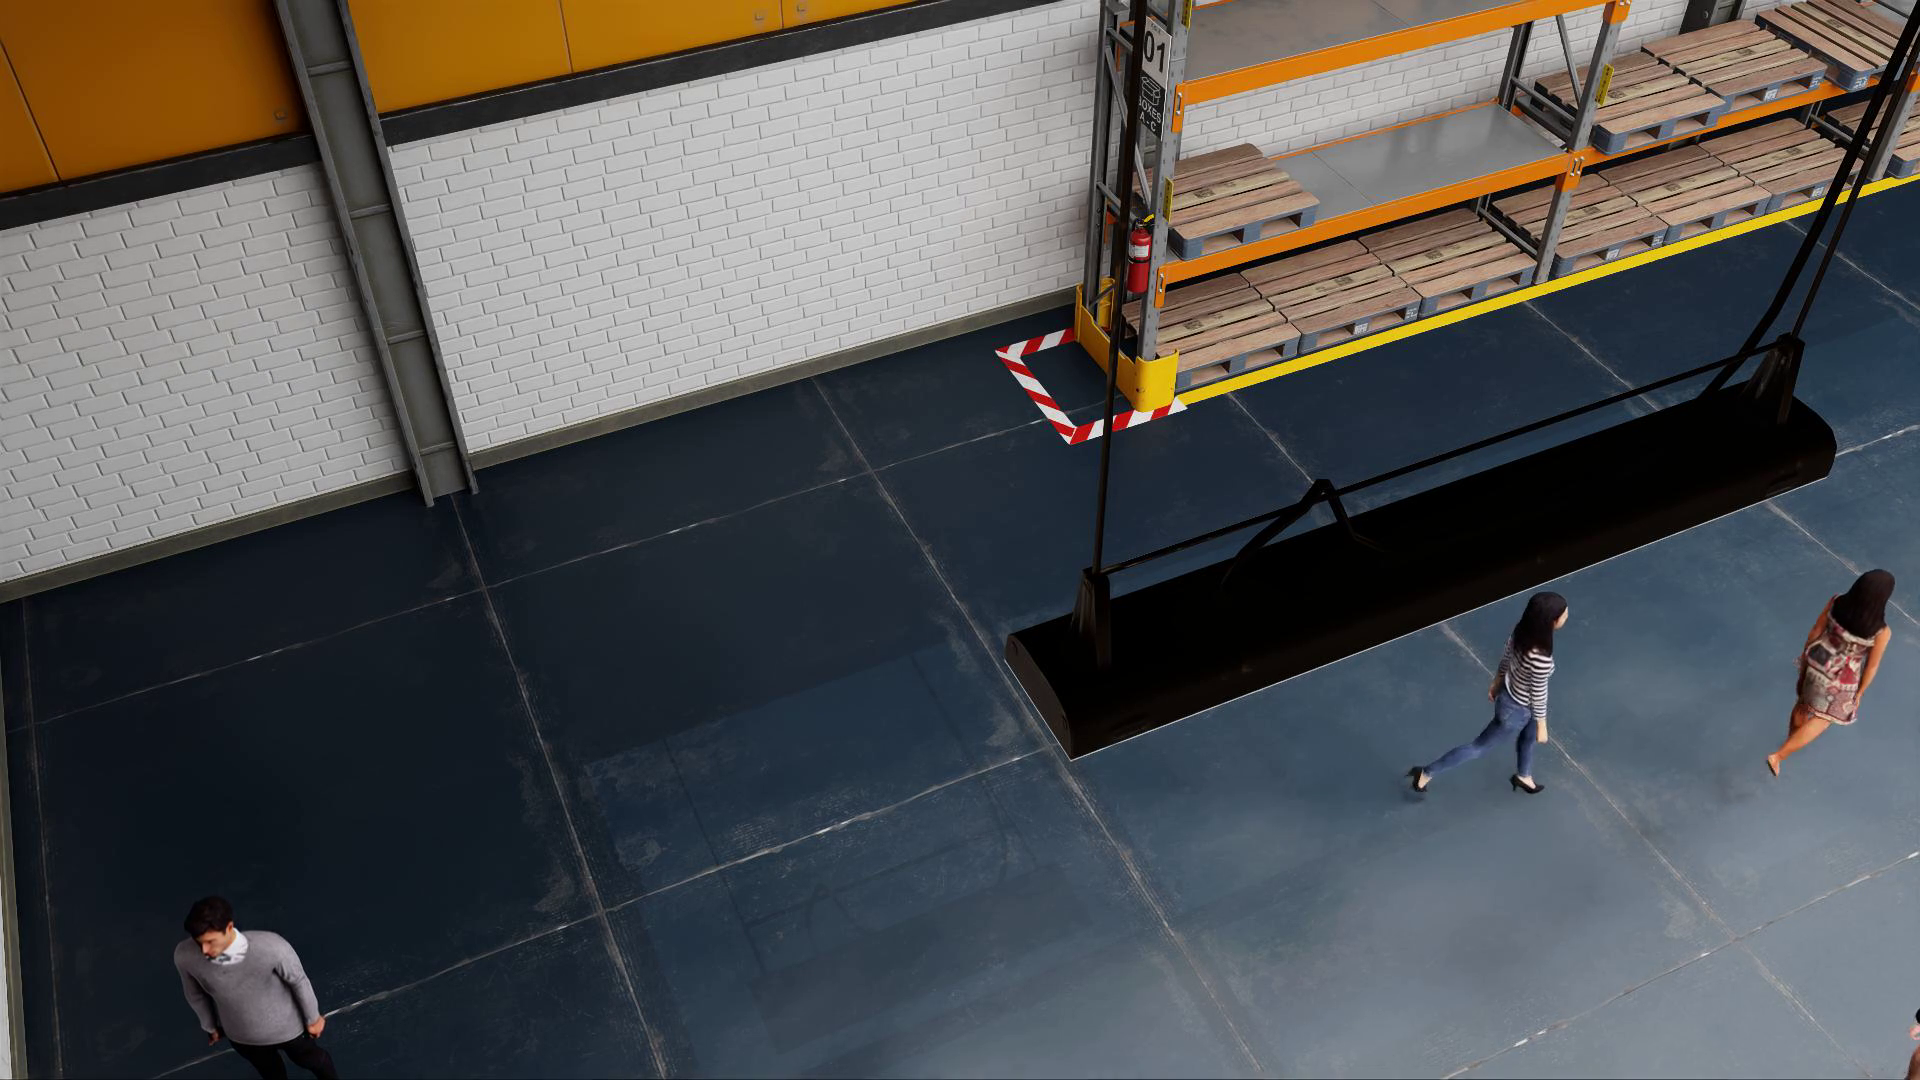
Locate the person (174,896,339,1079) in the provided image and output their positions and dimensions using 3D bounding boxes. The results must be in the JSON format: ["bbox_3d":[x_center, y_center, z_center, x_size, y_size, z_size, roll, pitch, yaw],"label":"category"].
[{"bbox_3d":[-3.490,2.382,8.347,0.707,1.922,0.884,-2,44,-2],"label":"person"}]

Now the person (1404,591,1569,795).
[{"bbox_3d":[3.212,1.007,9.912,1.212,1.753,0.953,2,44,2],"label":"person"}]

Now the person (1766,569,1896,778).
[{"bbox_3d":[5.286,0.833,10.181,0.910,1.633,0.697,-24,49,-23],"label":"person"}]
